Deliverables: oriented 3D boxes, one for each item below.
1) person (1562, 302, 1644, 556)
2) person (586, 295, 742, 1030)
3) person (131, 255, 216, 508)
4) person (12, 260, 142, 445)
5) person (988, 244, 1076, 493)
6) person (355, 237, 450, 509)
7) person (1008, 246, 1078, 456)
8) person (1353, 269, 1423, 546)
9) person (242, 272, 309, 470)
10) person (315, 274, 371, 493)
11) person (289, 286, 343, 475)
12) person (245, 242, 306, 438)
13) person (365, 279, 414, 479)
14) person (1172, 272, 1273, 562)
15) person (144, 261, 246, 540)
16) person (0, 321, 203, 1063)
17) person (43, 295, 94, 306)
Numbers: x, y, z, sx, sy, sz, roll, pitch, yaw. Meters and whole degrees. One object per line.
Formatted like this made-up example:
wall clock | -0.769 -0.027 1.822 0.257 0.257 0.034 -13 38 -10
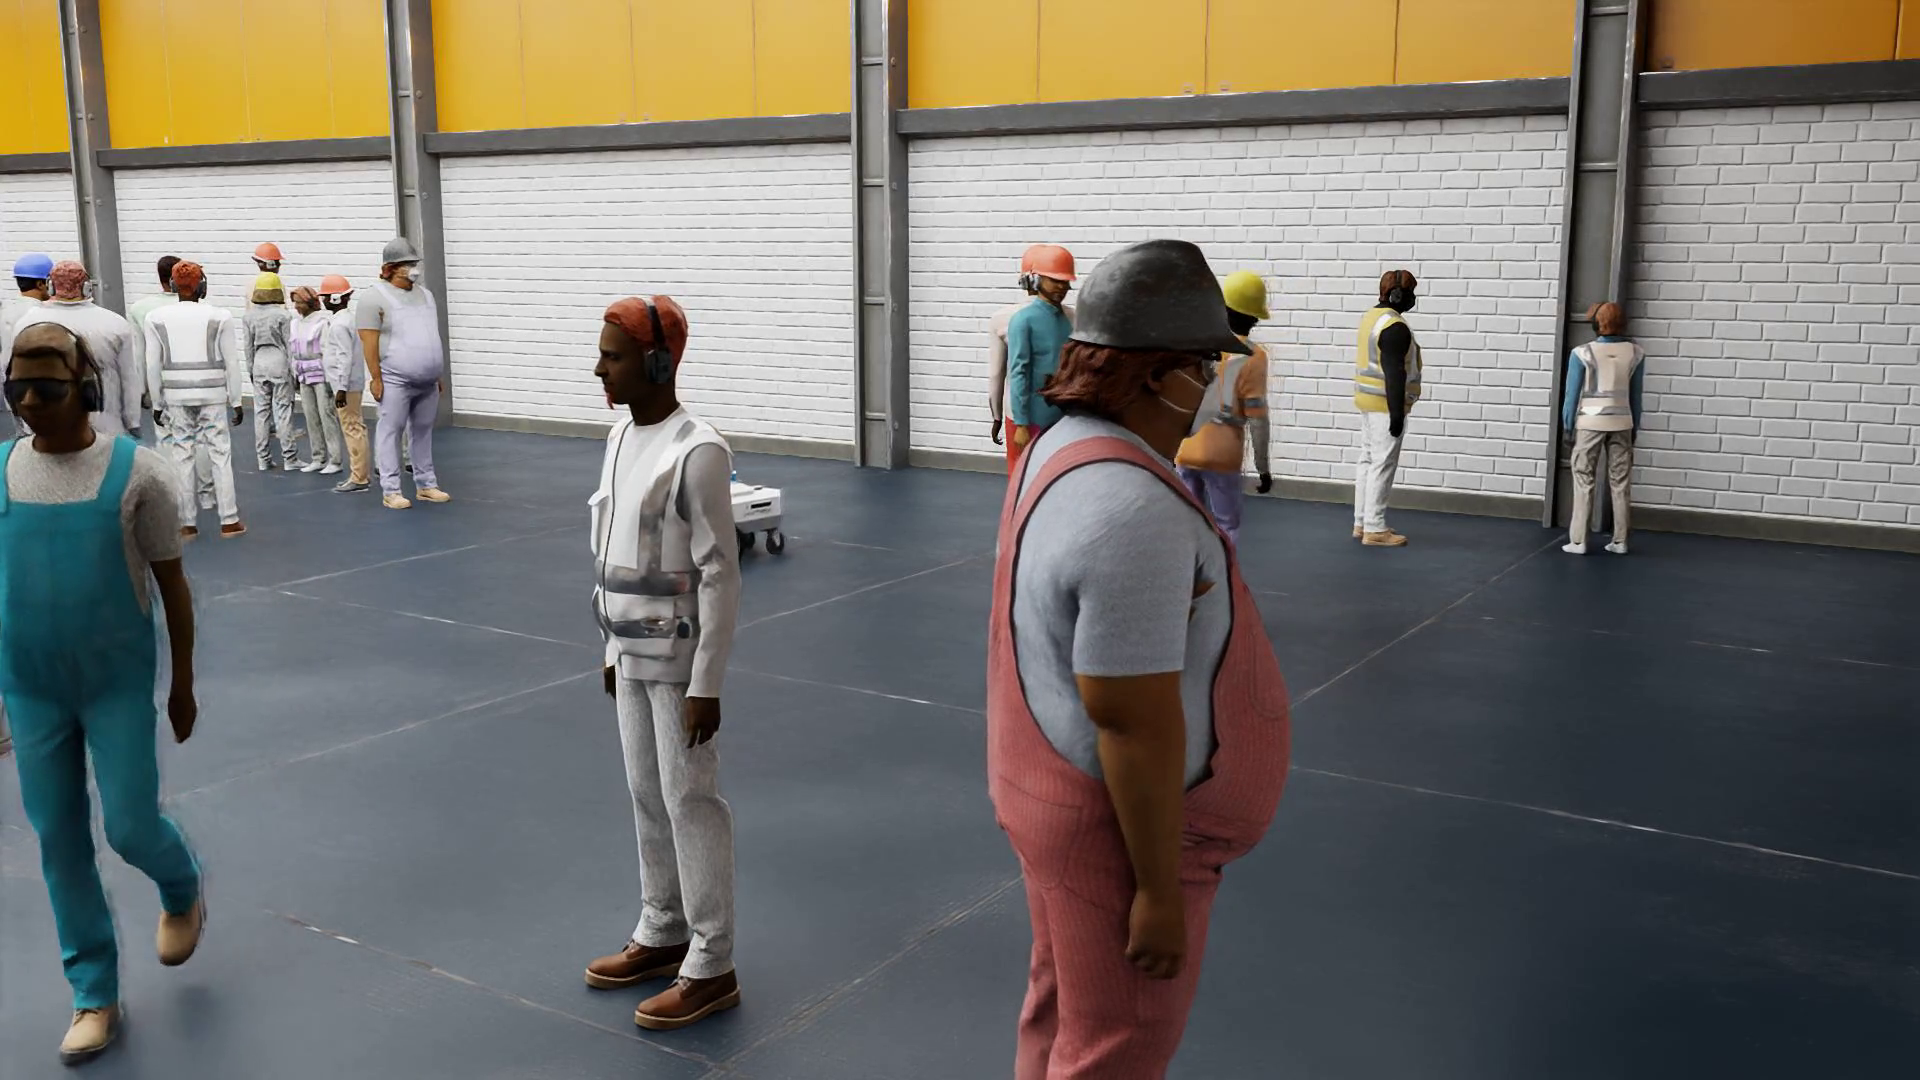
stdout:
person | 4.118 -0.704 10.678 0.523 1.632 0.314 -1 10 -5
person | -0.777 0.314 4.322 0.342 1.882 0.586 -7 12 -35
person | -5.847 -1.165 12.464 0.581 1.911 0.394 -6 12 -29
person | -5.224 -0.702 9.896 0.652 1.906 0.403 -6 12 -30
person | 0.475 -0.747 9.891 0.616 1.997 0.373 1 10 5
person | -4.185 -1.269 12.664 0.537 2.000 0.683 6 12 31
person | 0.520 -0.707 9.690 0.391 1.986 0.625 8 13 37
person | 2.853 -0.878 11.098 0.430 1.835 0.629 0 10 -1
person | -6.049 -1.484 14.677 0.493 1.743 0.295 2 10 8
person | -4.972 -1.260 13.405 0.341 1.750 0.566 -2 10 -11
person | -5.586 -1.373 14.402 0.515 1.628 0.325 7 12 33
person | -7.076 -2.048 17.105 0.613 1.995 0.390 7 12 35
person | -4.779 -1.424 14.147 0.403 1.823 0.602 7 12 33
person | 1.281 -0.421 8.455 0.623 1.877 0.393 9 14 42
person | -5.166 -0.938 11.262 0.579 1.882 0.342 -3 11 -14
person | -2.216 0.359 4.231 0.515 1.830 0.557 -1 10 -8
person | -5.987 -0.882 11.312 0.327 1.752 0.562 -9 13 -39
